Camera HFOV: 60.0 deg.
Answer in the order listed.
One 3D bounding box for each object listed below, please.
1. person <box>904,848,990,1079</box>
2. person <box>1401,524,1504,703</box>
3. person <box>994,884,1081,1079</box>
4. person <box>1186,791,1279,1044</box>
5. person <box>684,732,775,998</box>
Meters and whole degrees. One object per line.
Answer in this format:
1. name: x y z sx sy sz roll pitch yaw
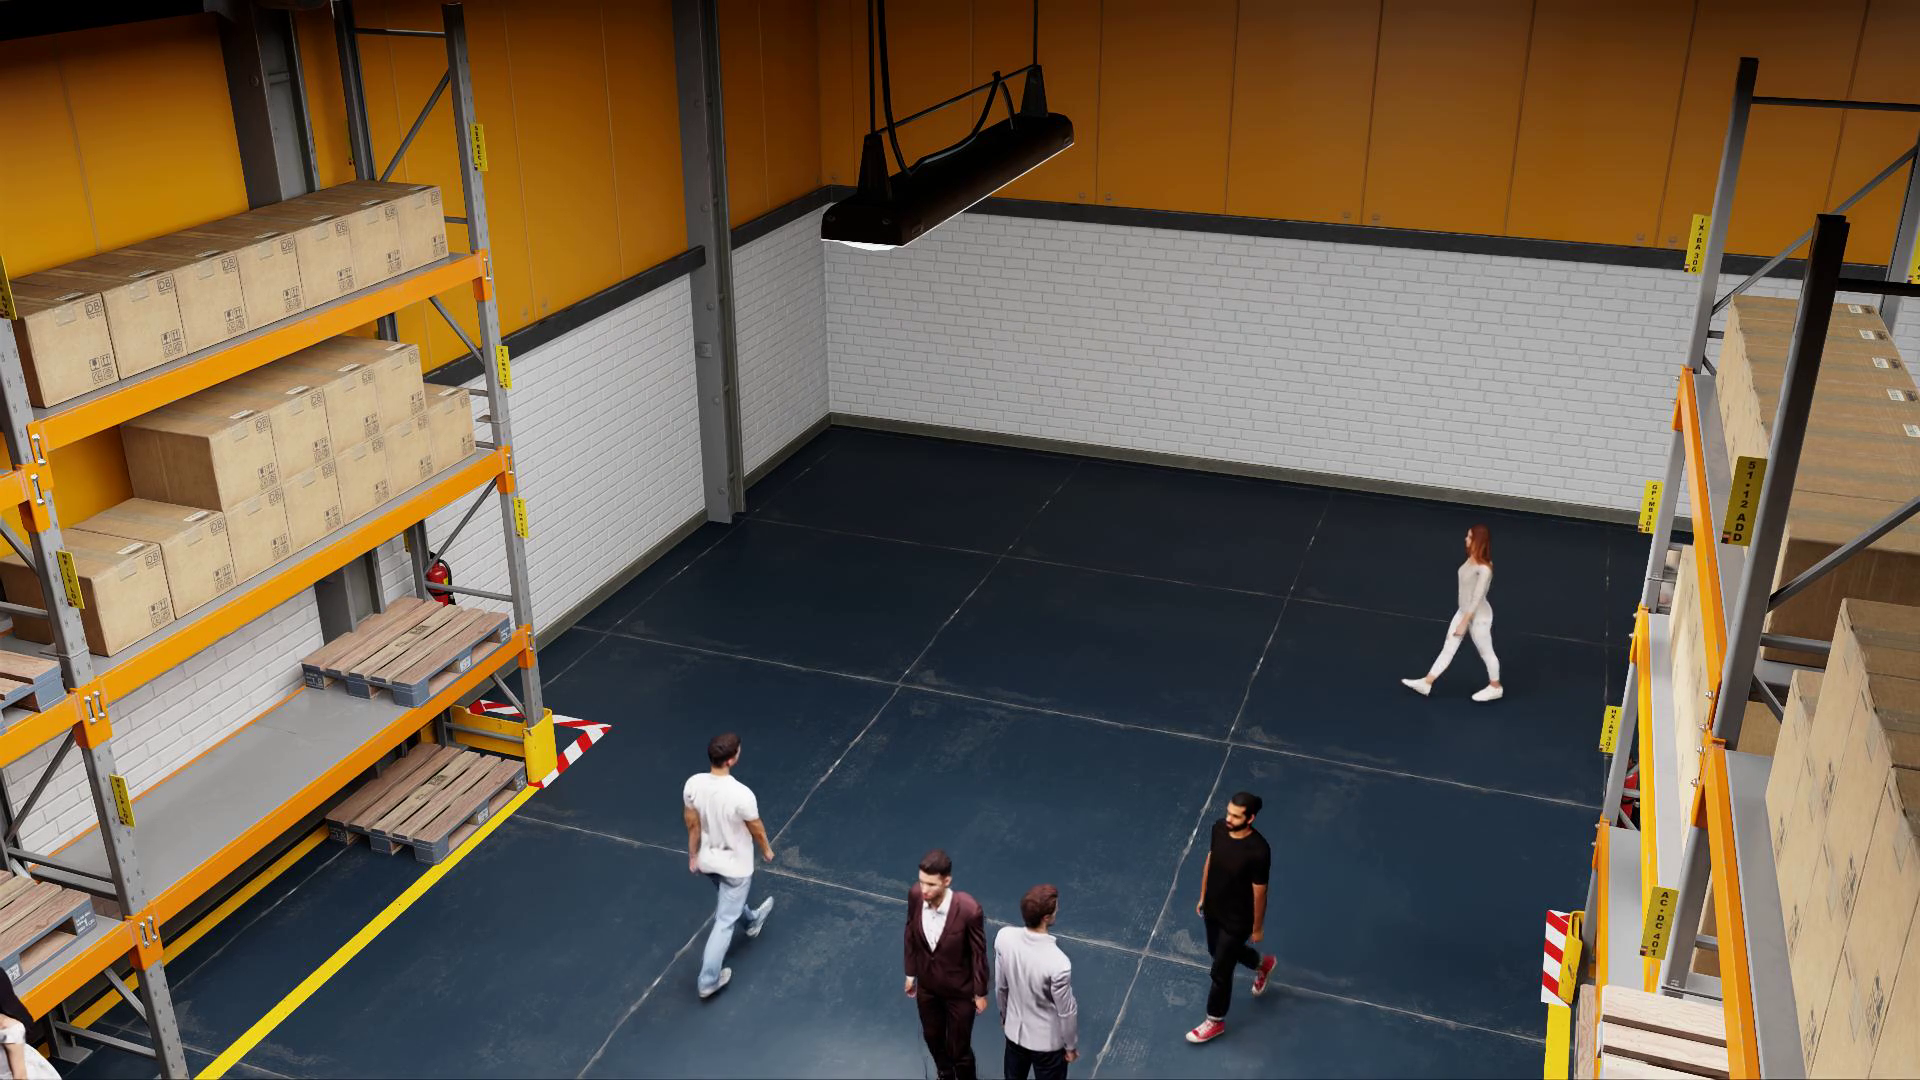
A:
1. person: -0.056 2.569 9.742 0.739 1.844 0.681 12 27 26
2. person: 4.512 0.672 14.305 0.966 1.665 1.139 -2 24 -4
3. person: 0.420 2.745 9.336 0.749 1.846 0.697 18 29 35
4. person: 1.761 2.311 10.465 1.135 1.736 1.023 -14 27 -29
5. person: -1.567 2.140 10.765 0.845 1.810 1.213 13 27 27
